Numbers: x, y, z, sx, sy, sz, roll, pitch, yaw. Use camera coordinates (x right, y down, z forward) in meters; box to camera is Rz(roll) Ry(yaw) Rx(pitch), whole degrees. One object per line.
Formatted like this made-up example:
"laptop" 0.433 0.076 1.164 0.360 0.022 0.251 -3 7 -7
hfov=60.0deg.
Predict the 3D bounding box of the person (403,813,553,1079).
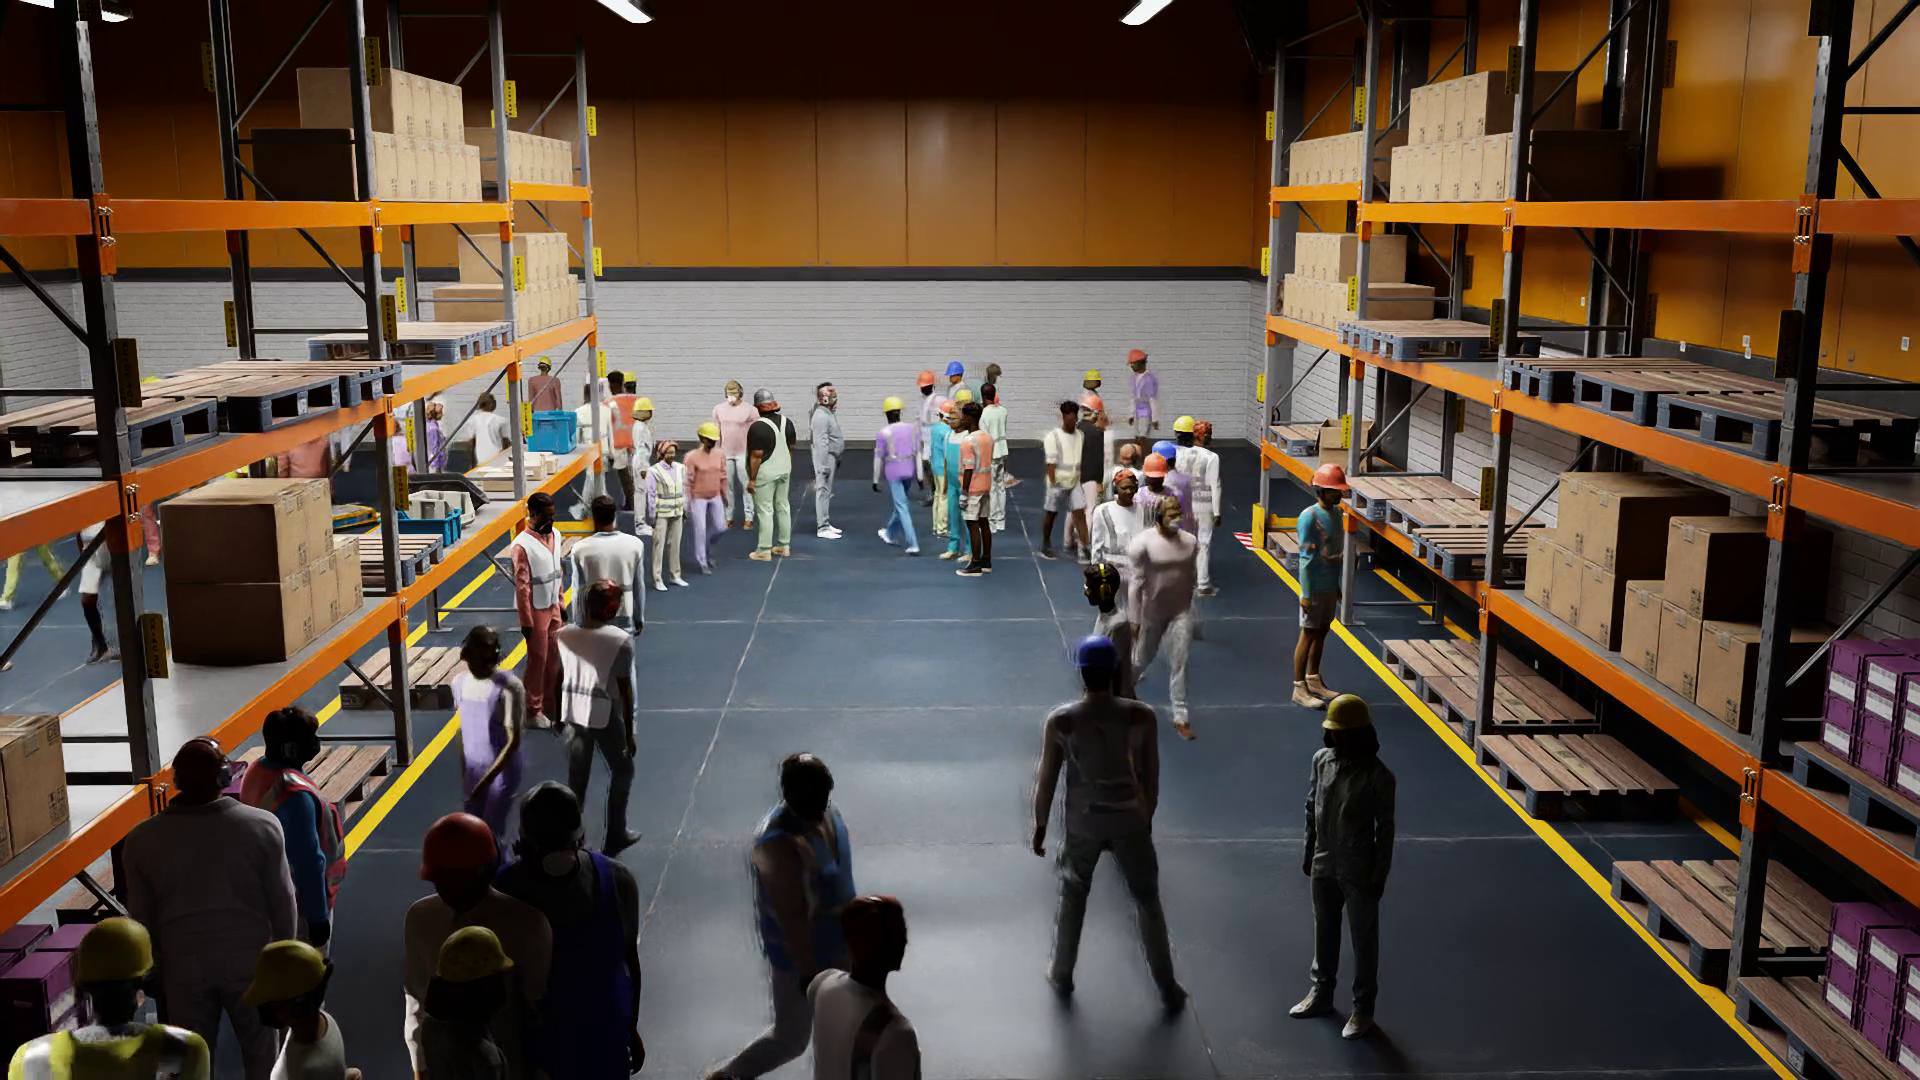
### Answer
"person" -1.758 1.934 6.082 0.618 1.986 0.408 3 12 15

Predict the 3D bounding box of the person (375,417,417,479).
"person" -6.807 -0.711 20.229 0.546 1.622 0.356 -8 14 -34

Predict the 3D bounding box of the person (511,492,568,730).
"person" -3.329 0.554 13.199 0.402 1.908 0.598 3 12 15

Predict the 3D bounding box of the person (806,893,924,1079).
"person" -0.309 2.086 5.579 0.345 1.879 0.575 -8 14 -34

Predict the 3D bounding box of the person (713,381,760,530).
"person" -2.872 -1.087 21.366 0.627 1.931 0.356 3 12 15

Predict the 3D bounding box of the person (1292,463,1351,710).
"person" 3.012 0.373 13.757 0.394 2.041 0.612 9 14 38

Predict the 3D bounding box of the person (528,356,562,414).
"person" -6.668 -2.078 26.777 0.532 1.756 0.337 -1 11 -5

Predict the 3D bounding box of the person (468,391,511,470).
"person" -6.019 -1.000 21.265 0.503 1.799 0.968 3 12 15

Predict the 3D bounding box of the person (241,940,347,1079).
"person" -2.158 2.155 5.544 0.333 1.759 0.532 -4 12 -20

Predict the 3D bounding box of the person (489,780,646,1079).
"person" -1.473 1.876 6.224 0.682 2.000 0.537 -7 13 -31

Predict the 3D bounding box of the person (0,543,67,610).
"person" -9.682 -0.091 17.218 0.511 1.588 0.858 4 12 18

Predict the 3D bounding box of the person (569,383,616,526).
"person" -4.850 -1.120 21.716 1.009 1.847 0.626 9 14 38

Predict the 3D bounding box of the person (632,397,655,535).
"person" -4.000 -0.939 21.088 0.317 1.743 0.488 -2 11 -8

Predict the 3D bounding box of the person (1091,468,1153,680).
"person" 1.417 0.308 14.483 0.584 1.882 0.339 -4 12 -19

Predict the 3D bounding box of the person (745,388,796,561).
"person" -2.283 -0.785 19.566 0.535 2.000 0.674 9 14 38

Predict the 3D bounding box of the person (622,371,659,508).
"person" -4.452 -1.366 22.846 0.565 1.898 0.582 8 14 35

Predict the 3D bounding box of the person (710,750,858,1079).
"person" -0.673 1.777 7.350 0.811 1.791 0.626 5 12 25

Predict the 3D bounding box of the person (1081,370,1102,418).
"person" 1.959 -1.660 24.705 0.295 1.744 0.484 5 12 22

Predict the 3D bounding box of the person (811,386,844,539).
"person" -1.653 -0.981 20.888 0.404 1.911 0.636 0 11 0

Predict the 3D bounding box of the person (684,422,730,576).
"person" -2.841 -0.466 18.691 0.556 1.739 0.417 -8 14 -36

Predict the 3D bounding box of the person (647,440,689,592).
"person" -3.160 -0.272 18.012 0.310 1.636 0.523 9 14 38

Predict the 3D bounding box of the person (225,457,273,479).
"person" -7.842 -0.387 18.431 0.316 1.700 0.540 11 16 43

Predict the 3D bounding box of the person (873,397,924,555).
"person" -0.759 -0.780 20.002 0.601 1.860 1.033 -8 14 -34

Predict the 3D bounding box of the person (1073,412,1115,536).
"person" 1.683 -0.841 20.974 0.859 1.581 0.518 -6 13 -28

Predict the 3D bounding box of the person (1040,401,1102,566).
"person" 1.247 -0.658 19.250 0.619 1.903 1.033 -6 13 -29

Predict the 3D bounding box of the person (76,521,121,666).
"person" -7.710 0.184 14.973 0.606 1.939 0.599 0 11 0

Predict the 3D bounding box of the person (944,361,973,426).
"person" -0.039 -1.608 23.959 0.416 1.939 0.605 -7 13 -30

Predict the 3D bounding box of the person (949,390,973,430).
"person" 0.094 -1.157 22.284 0.496 1.694 0.806 0 11 0

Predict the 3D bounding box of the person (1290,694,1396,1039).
"person" 1.912 1.612 8.298 0.303 1.743 0.494 -10 15 -41

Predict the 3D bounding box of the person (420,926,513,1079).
"person" -1.636 2.144 5.661 0.323 1.737 0.488 -8 14 -36

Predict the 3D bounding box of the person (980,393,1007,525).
"person" 0.381 -1.049 21.618 0.570 1.747 0.341 9 14 37

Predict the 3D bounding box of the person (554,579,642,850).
"person" -2.278 1.134 10.514 0.724 1.802 0.778 5 12 23

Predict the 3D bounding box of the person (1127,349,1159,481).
"person" 2.766 -1.903 25.291 0.459 1.996 0.636 -3 12 -13

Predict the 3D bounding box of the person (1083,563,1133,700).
"person" 0.945 1.062 10.787 0.338 1.855 0.526 -1 11 -5

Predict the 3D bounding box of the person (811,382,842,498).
"person" -1.913 -1.392 23.510 0.392 1.688 0.536 -10 15 -42

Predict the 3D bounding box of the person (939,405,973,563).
"person" 0.000 -0.655 19.409 0.326 1.843 0.515 -11 16 -43

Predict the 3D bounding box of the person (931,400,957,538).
"person" -0.176 -0.892 20.866 0.354 1.740 0.575 -4 12 -17

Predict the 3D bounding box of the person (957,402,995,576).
"person" 0.166 -0.575 18.699 0.366 1.964 0.610 6 13 29

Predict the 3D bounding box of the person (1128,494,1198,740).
"person" 1.580 0.555 13.206 0.635 1.908 0.964 -4 12 -21

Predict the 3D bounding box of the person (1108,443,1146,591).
"person" 1.786 -0.218 17.742 0.310 1.636 0.522 -9 15 -40

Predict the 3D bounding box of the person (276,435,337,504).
"person" -7.413 -0.573 18.883 0.593 1.887 0.670 10 15 41

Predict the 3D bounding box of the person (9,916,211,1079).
"person" -2.666 2.153 5.281 0.597 1.895 0.957 -5 12 -24

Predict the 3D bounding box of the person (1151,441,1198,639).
"person" 1.929 -0.012 16.029 0.917 1.899 0.634 6 13 27

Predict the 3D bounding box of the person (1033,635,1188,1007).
"person" 0.792 1.466 8.615 0.831 1.914 0.587 1 11 5

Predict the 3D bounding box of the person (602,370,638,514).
"person" -4.645 -1.326 22.521 0.629 1.941 0.608 8 14 36

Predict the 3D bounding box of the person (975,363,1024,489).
"person" 0.413 -1.653 24.354 1.076 1.866 0.633 4 12 18

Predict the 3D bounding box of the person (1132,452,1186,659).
"person" 1.782 0.148 15.190 0.550 1.925 0.391 0 11 -2

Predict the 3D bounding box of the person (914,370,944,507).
"person" -0.451 -1.399 22.971 0.471 1.911 0.590 -5 12 -25

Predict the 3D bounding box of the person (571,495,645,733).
"person" -2.726 0.603 12.961 0.596 1.908 0.410 -7 13 -32

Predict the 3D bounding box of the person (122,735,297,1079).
"person" -3.172 1.766 7.122 0.650 1.904 0.401 -3 12 -17

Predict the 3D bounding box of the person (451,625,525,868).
"person" -2.702 1.356 9.419 0.526 1.809 0.491 6 13 26

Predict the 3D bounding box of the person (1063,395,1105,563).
"person" 1.435 -0.741 19.608 0.535 1.953 0.786 -8 14 -33

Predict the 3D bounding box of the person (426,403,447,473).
"person" -6.786 -0.967 21.515 0.313 1.631 0.528 -4 12 -20

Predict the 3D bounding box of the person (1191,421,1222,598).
"person" 2.537 -0.333 17.694 0.337 1.882 0.584 -10 15 -42

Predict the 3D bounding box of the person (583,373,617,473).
"person" -5.565 -1.968 25.922 0.604 1.870 0.494 6 13 29

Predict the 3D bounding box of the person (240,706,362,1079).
"person" -3.085 1.667 7.776 0.429 1.841 0.633 -9 15 -39

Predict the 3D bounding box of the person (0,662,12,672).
"person" -8.724 0.285 14.730 0.501 1.839 0.341 6 13 27

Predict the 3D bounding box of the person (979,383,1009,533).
"person" 0.406 -1.046 21.199 0.397 1.915 0.587 7 13 32
